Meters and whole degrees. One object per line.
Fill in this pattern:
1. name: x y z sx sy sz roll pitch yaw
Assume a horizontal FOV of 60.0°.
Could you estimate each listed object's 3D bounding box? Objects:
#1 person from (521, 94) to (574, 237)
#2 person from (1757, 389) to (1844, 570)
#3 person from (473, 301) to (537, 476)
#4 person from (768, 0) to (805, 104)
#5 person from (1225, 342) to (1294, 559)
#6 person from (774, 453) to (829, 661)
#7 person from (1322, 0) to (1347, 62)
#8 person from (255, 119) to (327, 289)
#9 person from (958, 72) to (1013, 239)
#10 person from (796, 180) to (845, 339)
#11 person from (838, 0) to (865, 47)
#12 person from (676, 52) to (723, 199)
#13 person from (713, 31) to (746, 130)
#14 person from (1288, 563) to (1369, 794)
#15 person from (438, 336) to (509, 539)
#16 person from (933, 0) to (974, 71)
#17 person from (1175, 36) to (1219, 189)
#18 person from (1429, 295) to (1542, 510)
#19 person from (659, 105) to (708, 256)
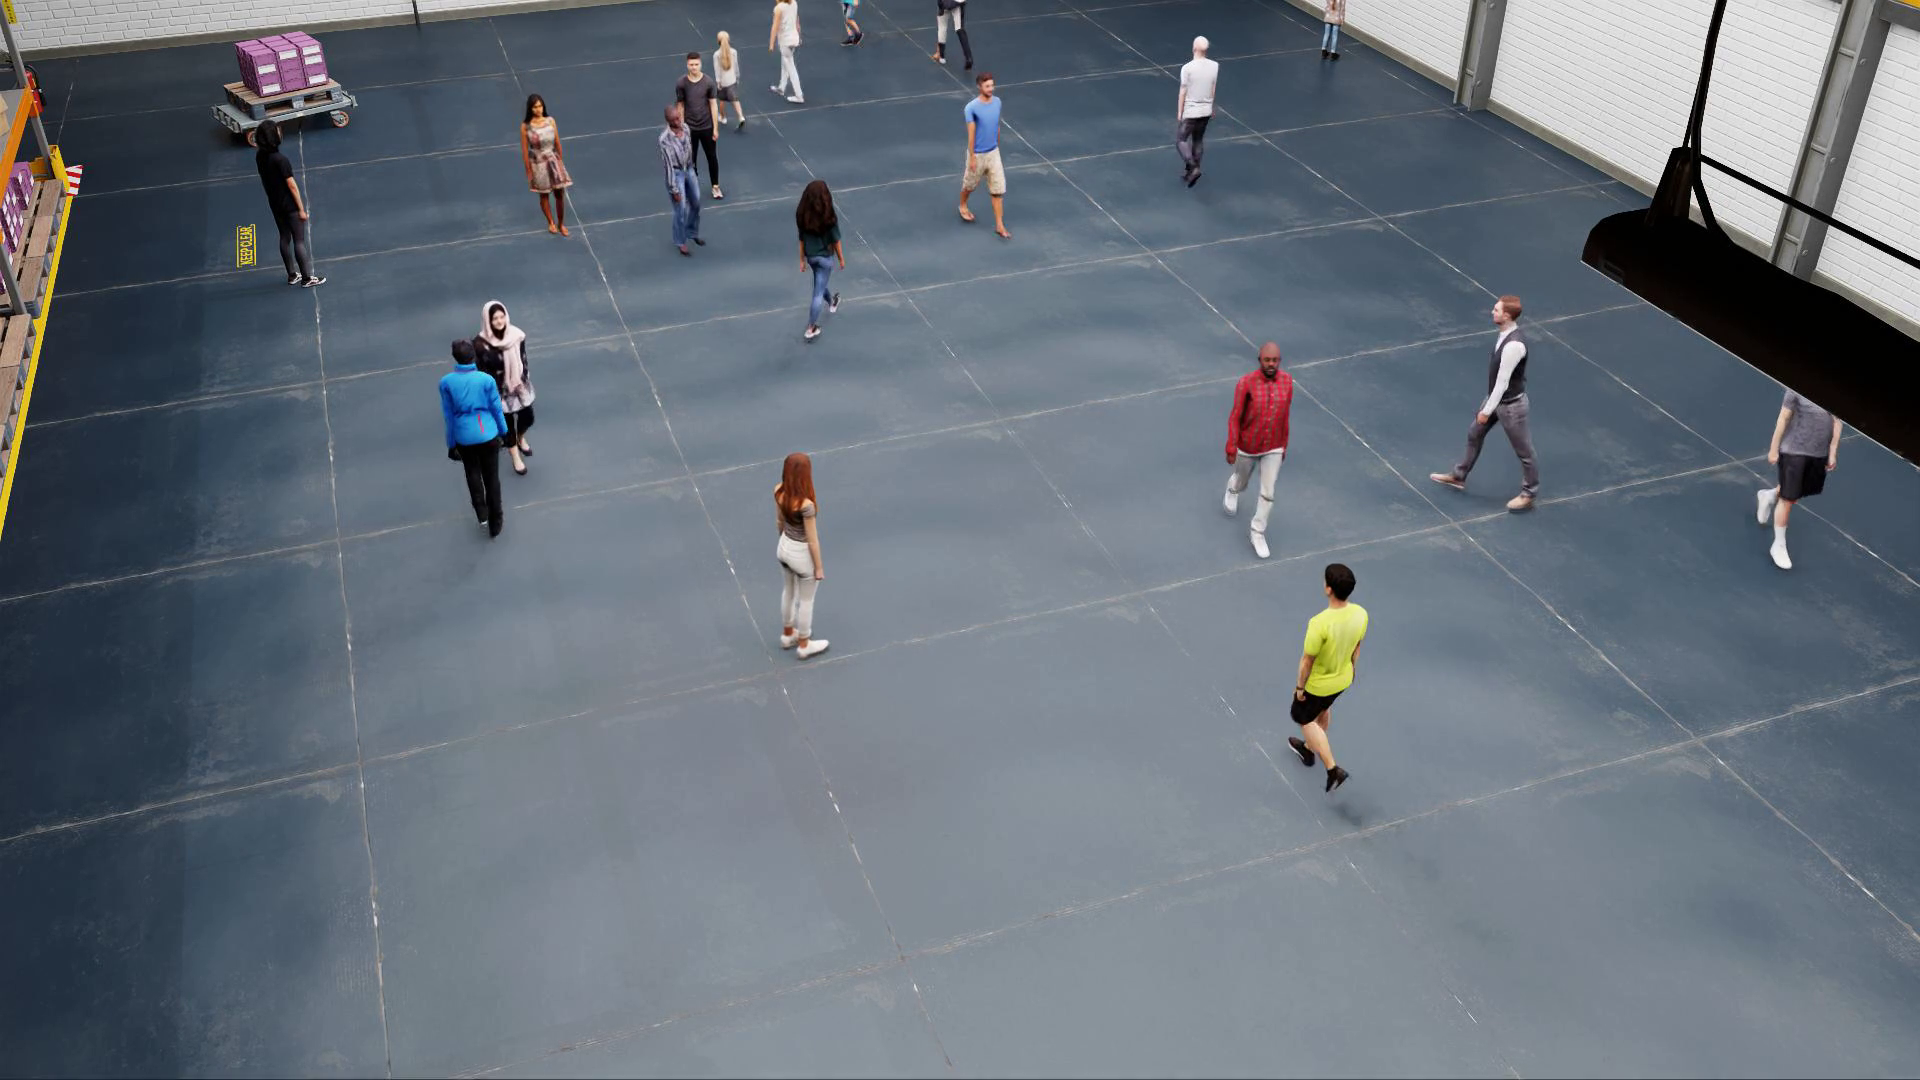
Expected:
1. person: -4.762 -4.294 18.972 0.682 1.609 0.709 -15 36 -21
2. person: 6.794 -0.764 13.446 0.875 1.847 1.187 -1 34 -2
3. person: -4.009 -1.364 14.547 0.710 1.627 0.763 -21 39 -28
4. person: -2.281 -6.781 22.681 1.006 1.645 0.916 19 38 26
5. person: 2.417 -0.823 13.579 0.858 1.798 1.171 -3 34 -5
6. person: -1.203 0.121 12.233 0.721 1.717 0.596 -29 43 -36
7. person: 5.490 -7.665 24.420 0.526 1.193 0.609 24 40 31
8. person: -7.196 -3.585 17.701 0.688 1.836 0.767 17 37 24
9. person: 0.203 -4.437 18.998 0.777 1.819 1.286 -18 37 -24
10. person: -1.442 -2.786 16.737 1.028 1.572 1.143 11 35 16
11. person: -1.602 -8.126 24.891 0.670 1.439 0.585 -23 40 -31
12. person: -3.101 -4.929 19.790 0.680 1.761 0.624 -3 34 -4
13. person: -3.047 -6.048 21.928 0.609 1.257 0.881 -18 37 -24
14. person: 2.477 0.933 11.037 0.706 1.689 0.968 -16 37 -22
15. person: -3.950 -0.786 13.539 0.700 1.781 0.722 -6 34 -8
16. person: -0.062 -7.641 23.783 0.736 1.858 1.216 -14 36 -20
17. person: 2.868 -5.111 20.012 0.650 1.819 0.880 -12 35 -17
18. person: 4.677 -1.128 13.972 1.032 1.872 1.155 -2 34 -3
19. person: -3.103 -3.965 18.345 0.840 1.755 0.810 11 35 16
